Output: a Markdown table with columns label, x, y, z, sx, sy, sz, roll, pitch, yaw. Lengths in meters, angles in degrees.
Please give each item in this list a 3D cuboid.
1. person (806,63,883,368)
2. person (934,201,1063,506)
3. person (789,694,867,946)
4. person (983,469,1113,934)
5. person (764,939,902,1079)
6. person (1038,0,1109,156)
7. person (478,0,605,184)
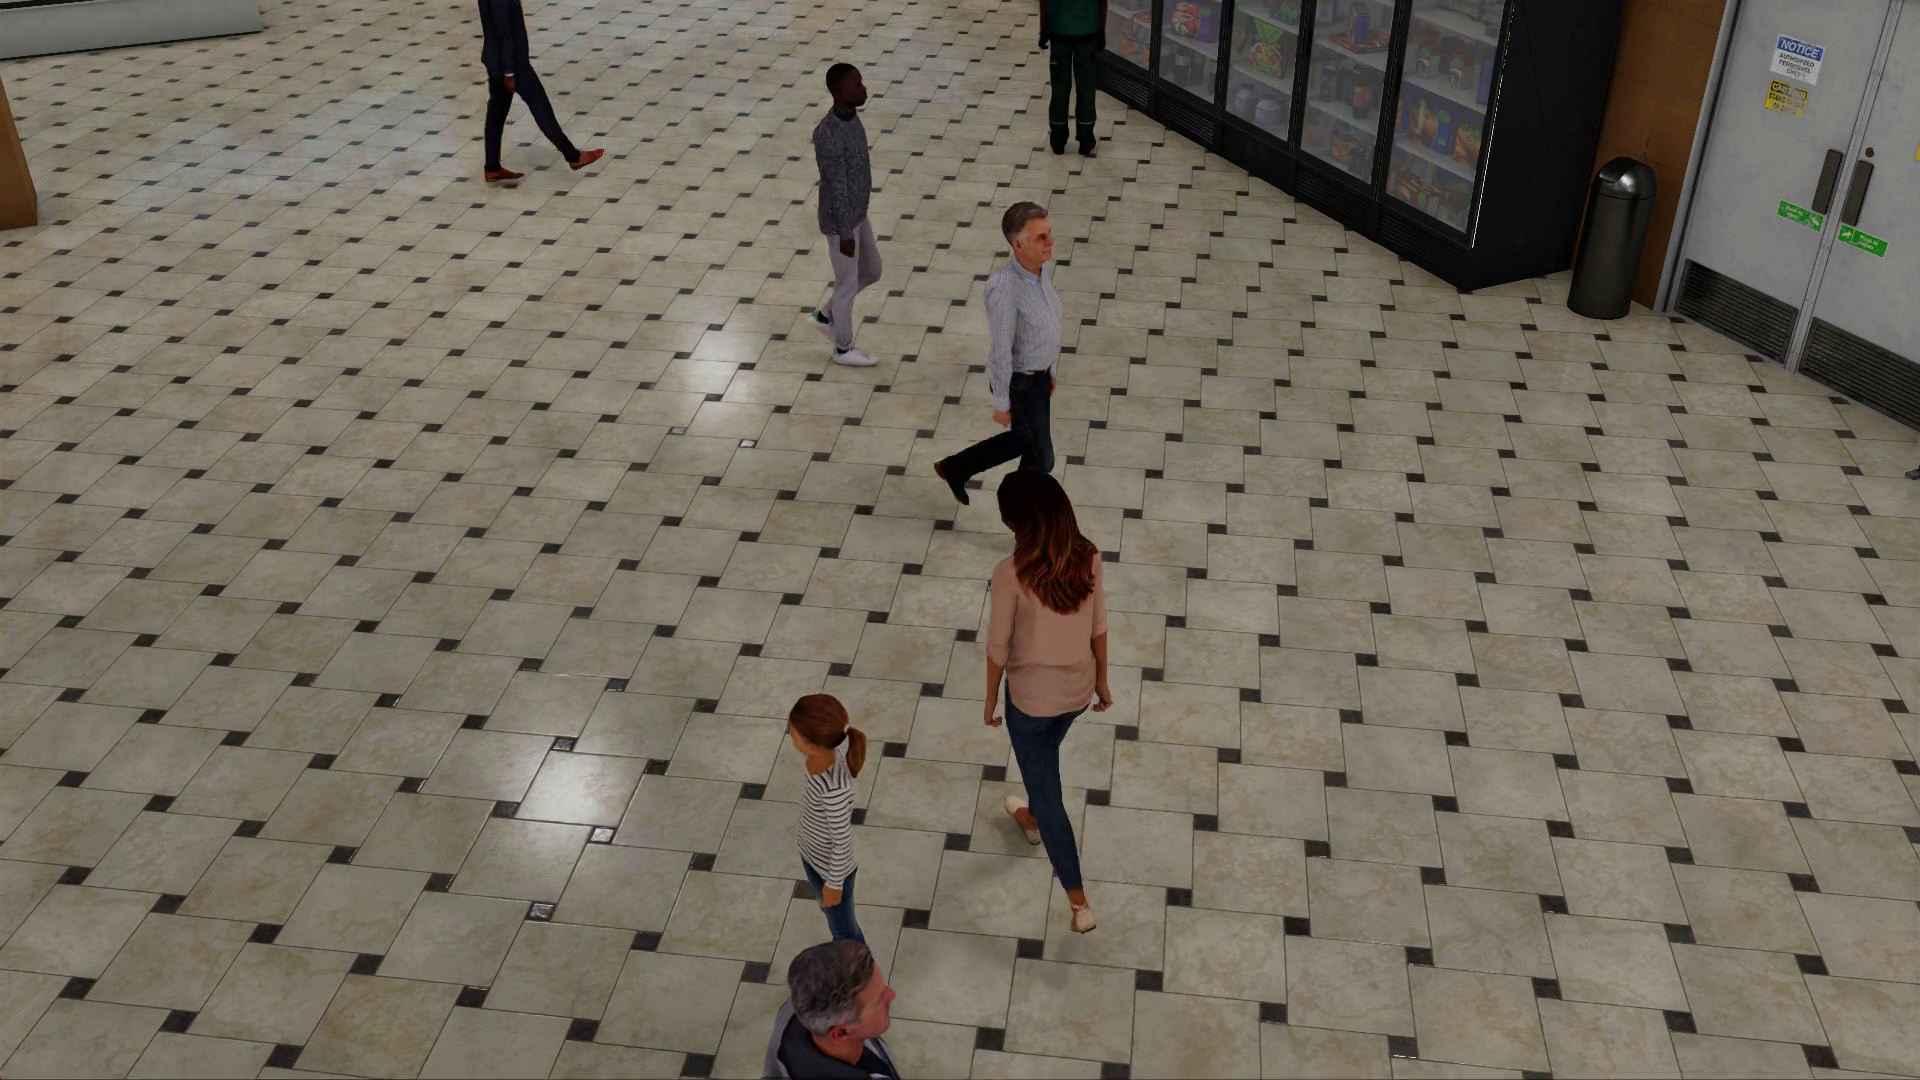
| label | x | y | z | sx | sy | sz | roll | pitch | yaw |
| --- | --- | --- | --- | --- | --- | --- | --- | --- | --- |
| person | -0.754 | -1.868 | 9.667 | 0.902 | 1.827 | 0.862 | 6 | 32 | 9 |
| person | 0.232 | -0.769 | 7.931 | 1.091 | 1.795 | 1.047 | 13 | 34 | 20 |
| person | -0.422 | 1.044 | 5.473 | 0.475 | 1.314 | 0.492 | -10 | 33 | -16 |
| person | 0.333 | 0.602 | 5.772 | 1.065 | 1.747 | 0.740 | -11 | 33 | -16 |
| person | -0.283 | 1.648 | 4.015 | 0.575 | 1.828 | 0.708 | -11 | 34 | -18 |
| person | 0.883 | -3.942 | 12.989 | 0.708 | 1.837 | 0.837 | 2 | 32 | 3 |
| person | -3.423 | -3.496 | 12.323 | 1.110 | 1.784 | 0.708 | -14 | 34 | -21 |
